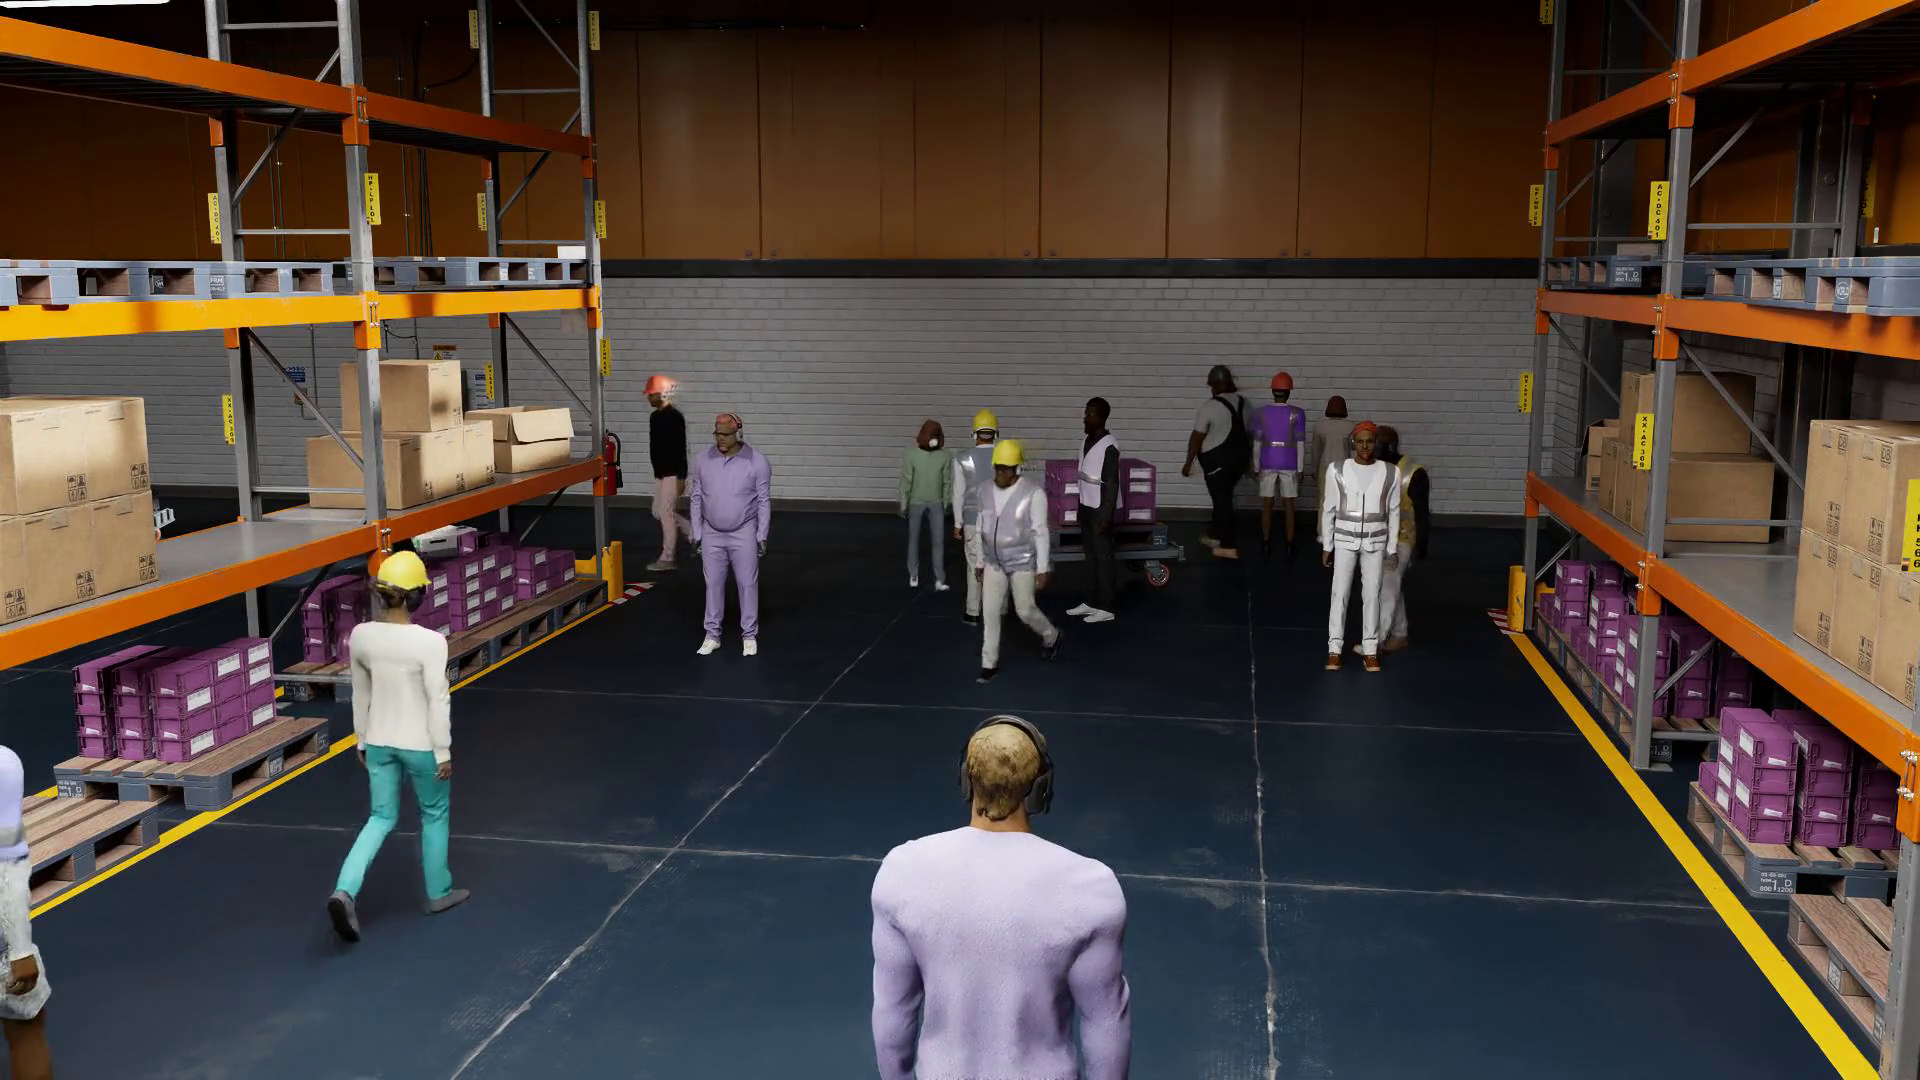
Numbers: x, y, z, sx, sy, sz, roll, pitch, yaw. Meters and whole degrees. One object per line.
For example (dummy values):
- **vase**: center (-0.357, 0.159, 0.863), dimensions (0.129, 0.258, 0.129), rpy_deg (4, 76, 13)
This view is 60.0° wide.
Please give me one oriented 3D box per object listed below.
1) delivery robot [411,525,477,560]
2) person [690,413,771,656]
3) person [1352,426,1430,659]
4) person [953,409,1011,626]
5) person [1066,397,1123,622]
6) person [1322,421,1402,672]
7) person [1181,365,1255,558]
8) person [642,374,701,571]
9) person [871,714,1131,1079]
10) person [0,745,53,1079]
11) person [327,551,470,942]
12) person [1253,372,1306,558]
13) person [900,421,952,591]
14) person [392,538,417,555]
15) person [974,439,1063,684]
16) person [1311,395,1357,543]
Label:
- **delivery robot**: center (-5.150, 0.010, 16.466), dimensions (0.477, 0.478, 0.707), rpy_deg (8, 12, 41)
- **person**: center (-1.791, -0.039, 12.921), dimensions (0.636, 1.902, 0.406), rpy_deg (1, 9, 7)
- **person**: center (3.278, 0.012, 12.932), dimensions (0.812, 1.800, 0.630), rpy_deg (-7, 12, -37)
- **person**: center (0.218, -0.184, 14.026), dimensions (0.589, 1.832, 0.404), rpy_deg (-2, 9, -13)
- **person**: center (1.177, -0.264, 14.244), dimensions (0.391, 1.922, 0.593), rpy_deg (-4, 10, -21)
- **person**: center (2.992, 0.049, 12.431), dimensions (0.573, 1.883, 0.354), rpy_deg (1, 9, 9)
- **person**: center (2.690, -0.860, 17.552), dimensions (0.706, 2.000, 0.933), rpy_deg (-6, 11, -33)
- **person**: center (-2.870, -0.684, 16.697), dimensions (0.651, 1.972, 0.627), rpy_deg (-6, 11, -35)
- **person**: center (0.101, 1.377, 4.069), dimensions (0.635, 1.937, 0.352), rpy_deg (3, 10, 15)
- **person**: center (-3.153, 1.202, 5.255), dimensions (0.561, 1.908, 0.816), rpy_deg (1, 9, 8)
- **person**: center (-2.541, 0.919, 7.494), dimensions (0.529, 1.740, 0.747), rpy_deg (3, 10, 18)
- **person**: center (3.338, -0.783, 17.394), dimensions (0.545, 1.939, 0.373), rpy_deg (3, 10, 20)
- **person**: center (-0.317, -0.311, 15.521), dimensions (0.546, 1.591, 0.840), rpy_deg (-2, 10, -15)
- **person**: center (-5.056, -0.344, 14.752), dimensions (0.629, 1.898, 1.035), rpy_deg (3, 10, 21)
- **person**: center (0.418, 0.126, 12.249), dimensions (0.627, 1.797, 0.779), rpy_deg (6, 11, 33)
- **person**: center (4.103, -0.767, 18.229), dimensions (0.509, 1.631, 0.269), rpy_deg (3, 10, 16)
